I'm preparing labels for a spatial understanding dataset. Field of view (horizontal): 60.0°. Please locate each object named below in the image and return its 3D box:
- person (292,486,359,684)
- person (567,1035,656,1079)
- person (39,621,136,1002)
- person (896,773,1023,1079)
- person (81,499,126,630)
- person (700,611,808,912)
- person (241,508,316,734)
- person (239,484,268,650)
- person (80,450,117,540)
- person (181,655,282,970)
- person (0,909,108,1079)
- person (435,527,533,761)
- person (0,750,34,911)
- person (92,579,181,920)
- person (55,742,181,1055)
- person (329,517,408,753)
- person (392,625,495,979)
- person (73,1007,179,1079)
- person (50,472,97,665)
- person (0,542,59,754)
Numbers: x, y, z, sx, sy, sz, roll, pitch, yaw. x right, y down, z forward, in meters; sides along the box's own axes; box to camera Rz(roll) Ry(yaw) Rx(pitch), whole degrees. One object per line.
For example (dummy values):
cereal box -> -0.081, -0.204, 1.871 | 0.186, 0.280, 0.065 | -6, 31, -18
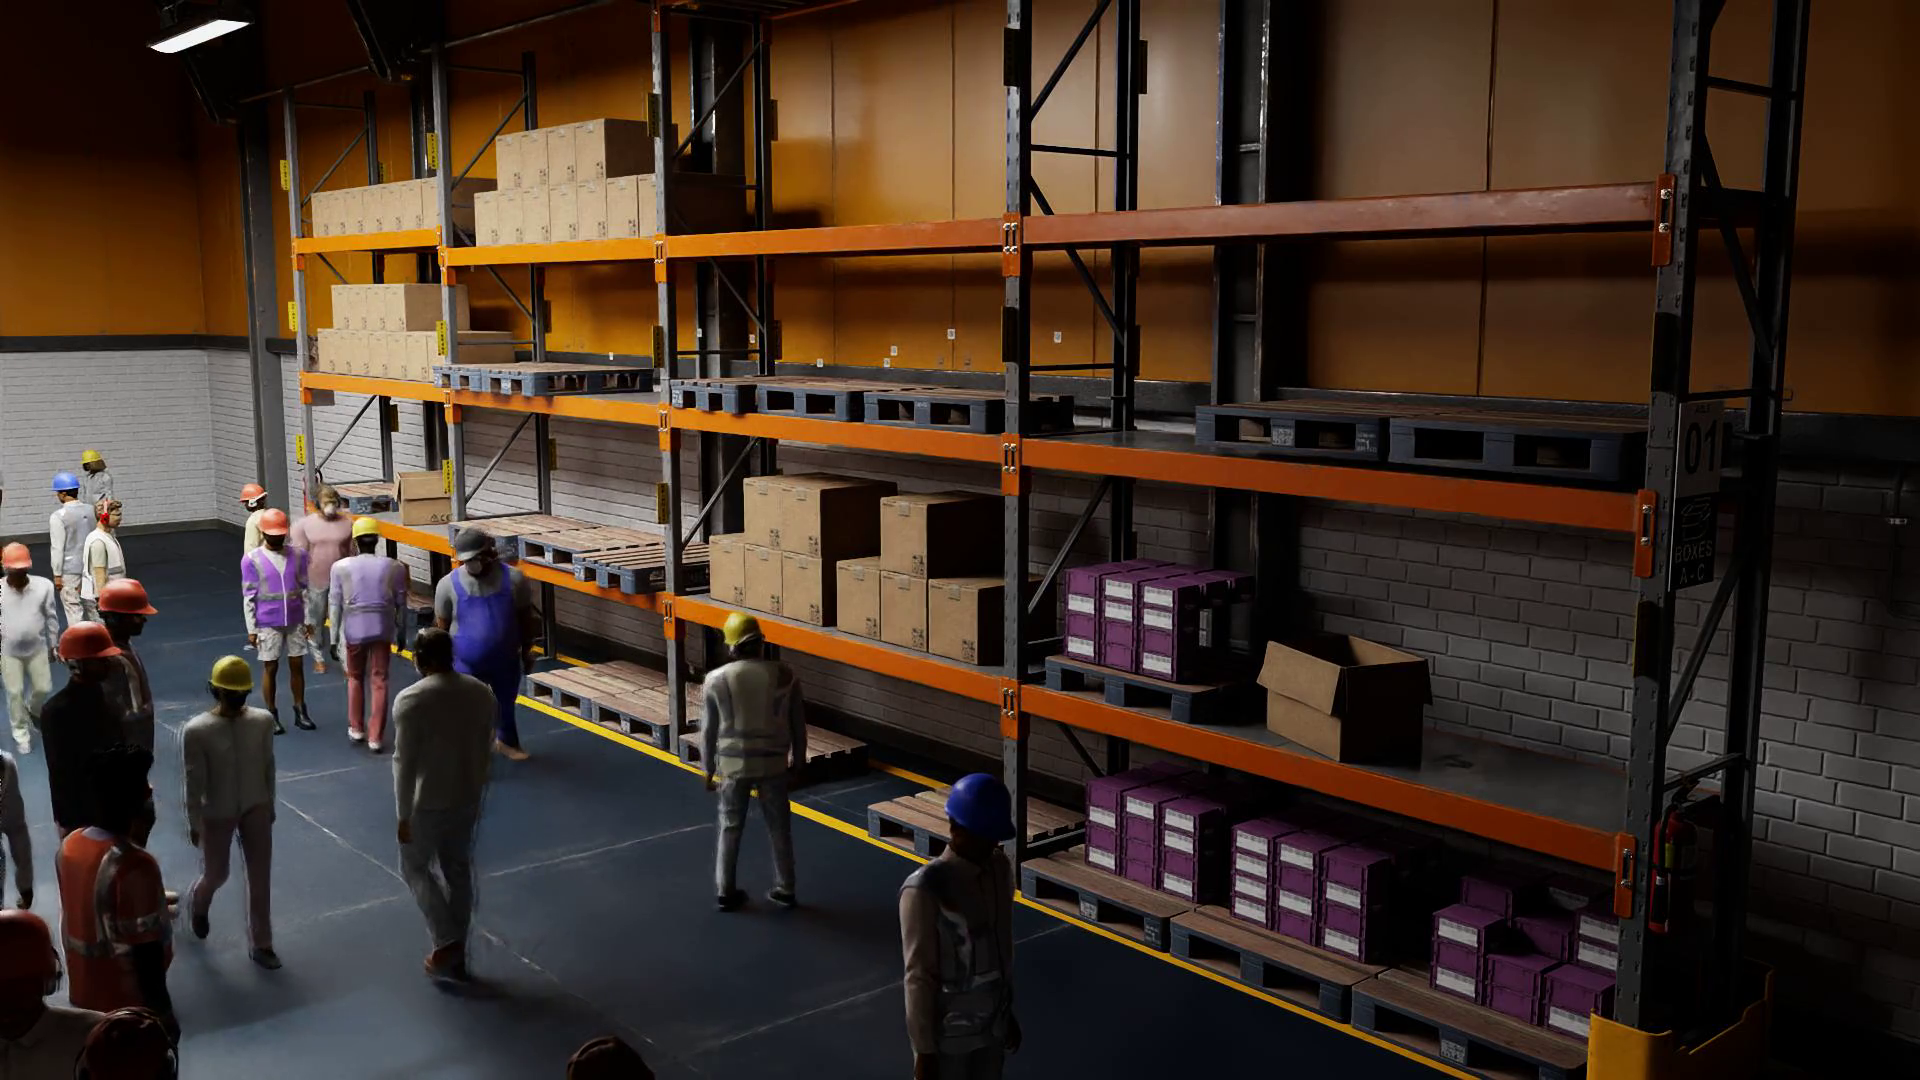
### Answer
person -> -6.084, 0.420, 16.006 | 0.649, 1.890, 1.037 | -4, 9, -28
person -> -0.952, 2.174, 4.687 | 0.278, 1.627, 0.508 | -3, 9, -19
person -> -4.532, 1.408, 8.712 | 0.379, 1.996, 0.609 | 0, 8, -1
person -> 0.021, 1.803, 6.171 | 0.403, 1.938, 0.602 | 6, 10, 36
person -> -7.854, 0.542, 15.294 | 0.394, 1.836, 0.561 | -3, 9, -19
person -> -1.225, 1.324, 9.927 | 0.648, 1.816, 0.427 | -2, 8, -12
person -> -5.732, 0.682, 14.020 | 0.553, 1.923, 0.392 | -7, 11, -42
person -> -7.364, 0.276, 17.482 | 0.355, 1.737, 0.577 | 0, 8, -2
person -> -11.190, -0.311, 21.586 | 0.492, 1.733, 0.324 | 3, 9, 22
person -> -4.042, 1.464, 9.189 | 0.533, 1.737, 0.716 | -8, 11, -44
person -> -2.625, 1.991, 4.711 | 0.620, 1.985, 0.408 | -3, 9, -23
person -> -3.657, 0.802, 12.768 | 0.706, 2.000, 0.917 | -4, 9, -24
person -> -4.701, 1.606, 7.821 | 0.586, 1.860, 0.826 | -7, 11, -40
person -> -4.879, 1.234, 9.826 | 0.408, 2.034, 0.610 | -3, 9, -21
person -> -3.260, 1.750, 6.490 | 0.606, 1.956, 0.365 | 6, 10, 38
person -> -4.847, 0.751, 13.627 | 0.622, 1.886, 0.825 | -4, 9, -24
person -> -2.784, 1.416, 8.968 | 0.436, 1.906, 0.670 | 6, 10, 35
person -> -2.088, 2.113, 4.250 | 0.576, 1.877, 0.341 | -4, 9, -24
person -> -8.888, 0.283, 16.732 | 0.412, 1.938, 0.611 | 2, 8, 15
person -> -7.603, 0.857, 13.457 | 0.570, 1.731, 0.555 | -7, 11, -40
